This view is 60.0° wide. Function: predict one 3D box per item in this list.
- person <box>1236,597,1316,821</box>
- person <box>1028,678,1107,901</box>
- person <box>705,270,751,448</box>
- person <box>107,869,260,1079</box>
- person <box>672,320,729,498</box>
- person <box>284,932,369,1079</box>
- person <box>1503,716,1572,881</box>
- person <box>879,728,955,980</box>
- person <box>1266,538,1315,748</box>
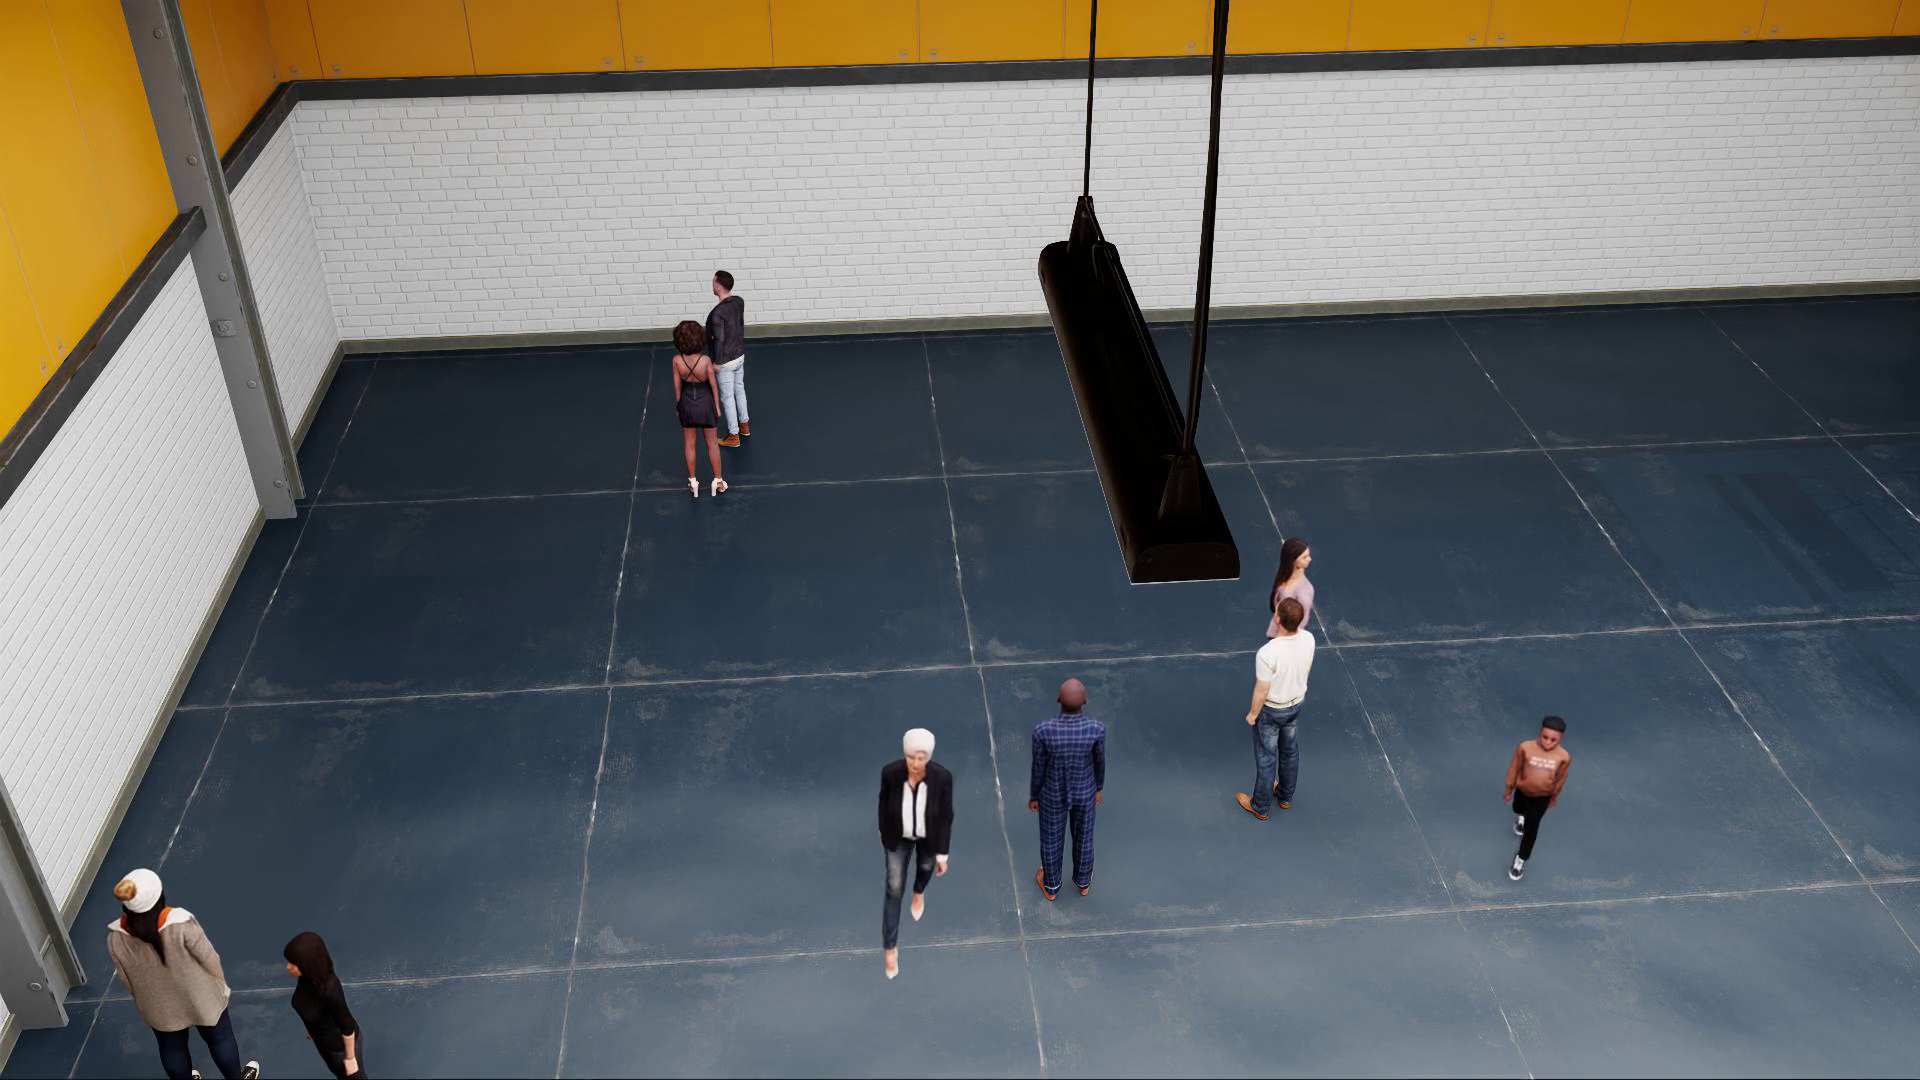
[{"bbox_3d":[2.267,1.189,11.783,0.751,1.856,0.734,-18,38,-25],"label":"person"},{"bbox_3d":[0.720,1.663,11.104,0.662,1.818,0.583,-4,34,-6],"label":"person"},{"bbox_3d":[-2.255,-1.784,16.274,0.797,1.837,0.660,13,36,19],"label":"person"},{"bbox_3d":[-4.541,2.599,9.631,0.704,1.890,0.681,-6,34,-9],"label":"person"},{"bbox_3d":[-2.442,-1.211,15.455,0.588,1.788,0.563,1,34,1],"label":"person"},{"bbox_3d":[-3.562,2.836,9.499,0.648,1.642,0.702,24,40,31],"label":"person"},{"bbox_3d":[4.002,1.698,11.579,0.809,1.233,0.972,15,37,22],"label":"person"},{"bbox_3d":[-0.312,1.834,10.534,0.864,1.736,1.154,3,34,5],"label":"person"},{"bbox_3d":[2.419,0.752,12.481,0.748,1.811,0.615,12,35,17],"label":"person"}]
